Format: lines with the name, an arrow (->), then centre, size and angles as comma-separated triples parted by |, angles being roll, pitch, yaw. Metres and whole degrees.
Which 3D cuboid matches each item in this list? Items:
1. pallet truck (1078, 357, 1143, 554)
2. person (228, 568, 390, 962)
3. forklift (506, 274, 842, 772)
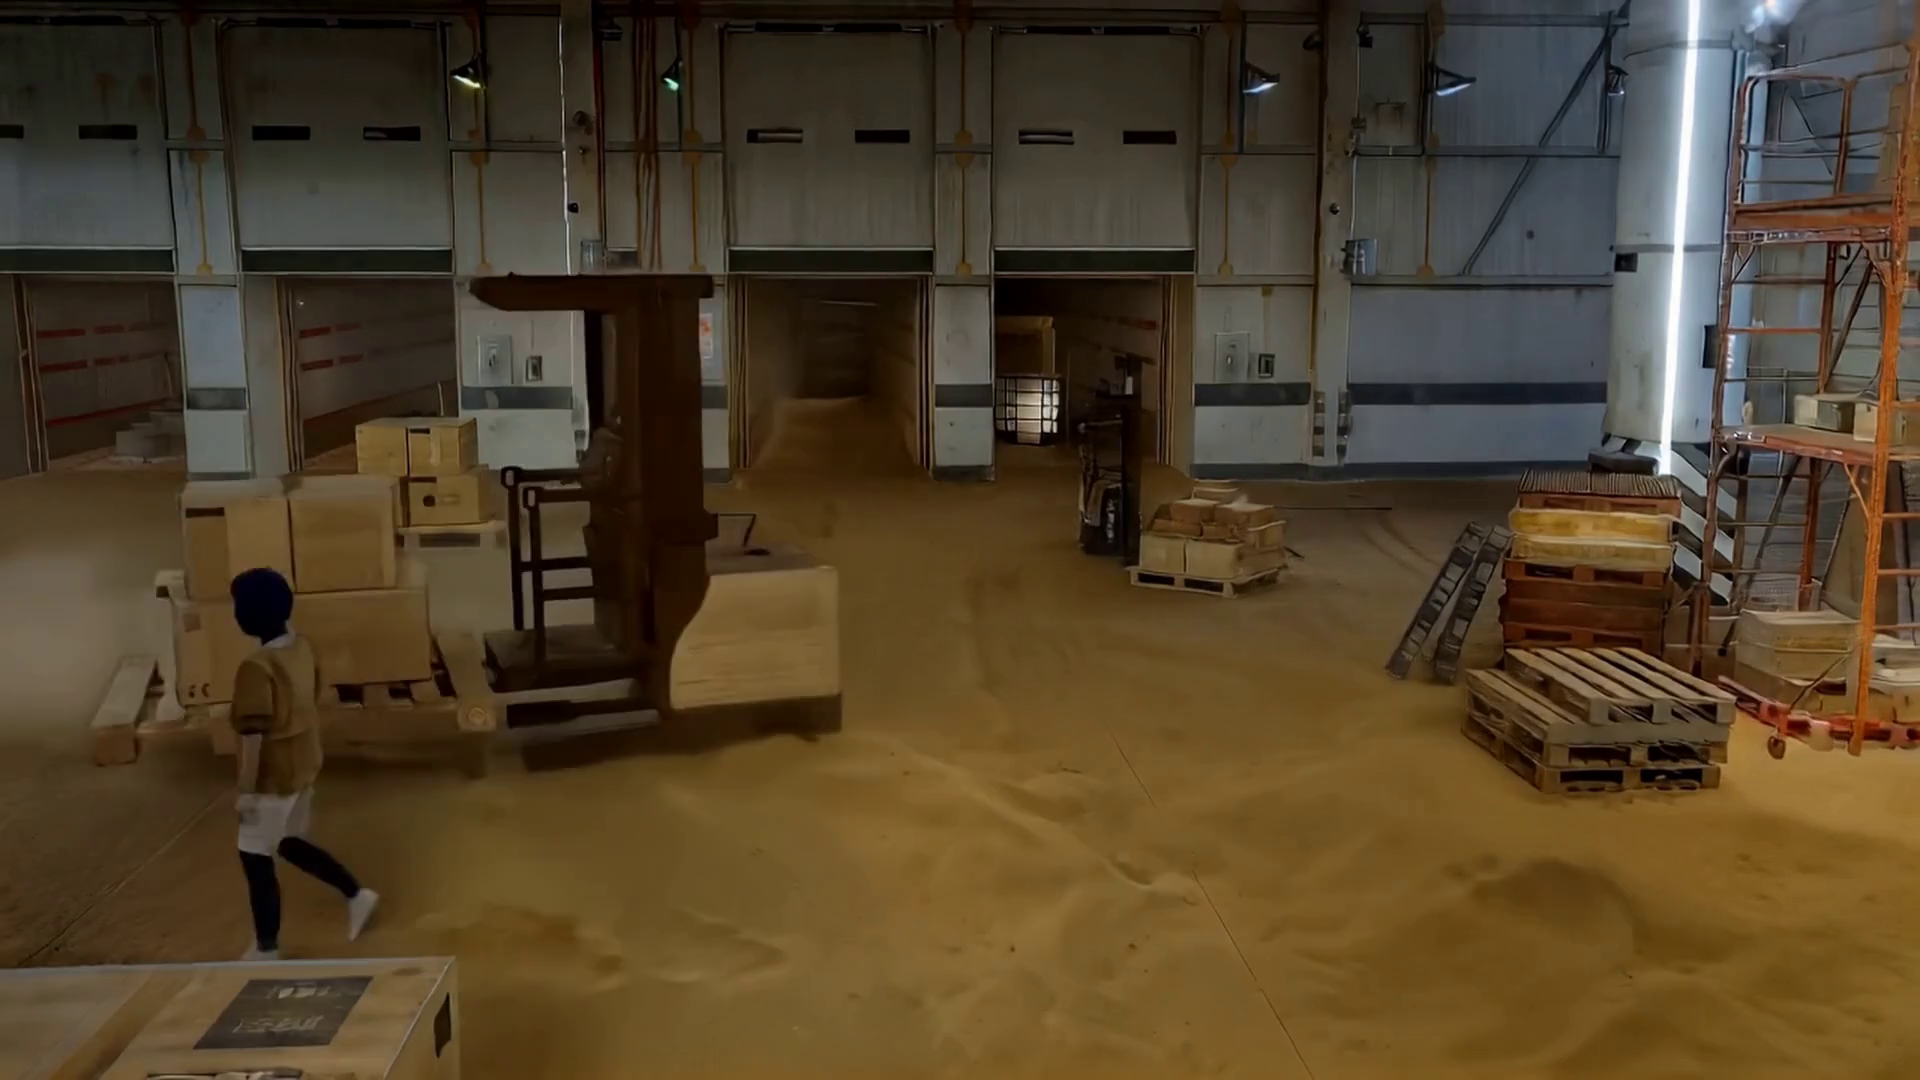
pallet truck -> 2.088, -0.836, 16.757 | 1.885, 1.965, 0.823 | 2, 9, 13
person -> -2.684, 0.934, 6.650 | 0.562, 1.676, 0.536 | 0, 9, -2
forklift -> -1.742, -0.191, 9.944 | 1.873, 2.768, 1.129 | -3, 10, -21
